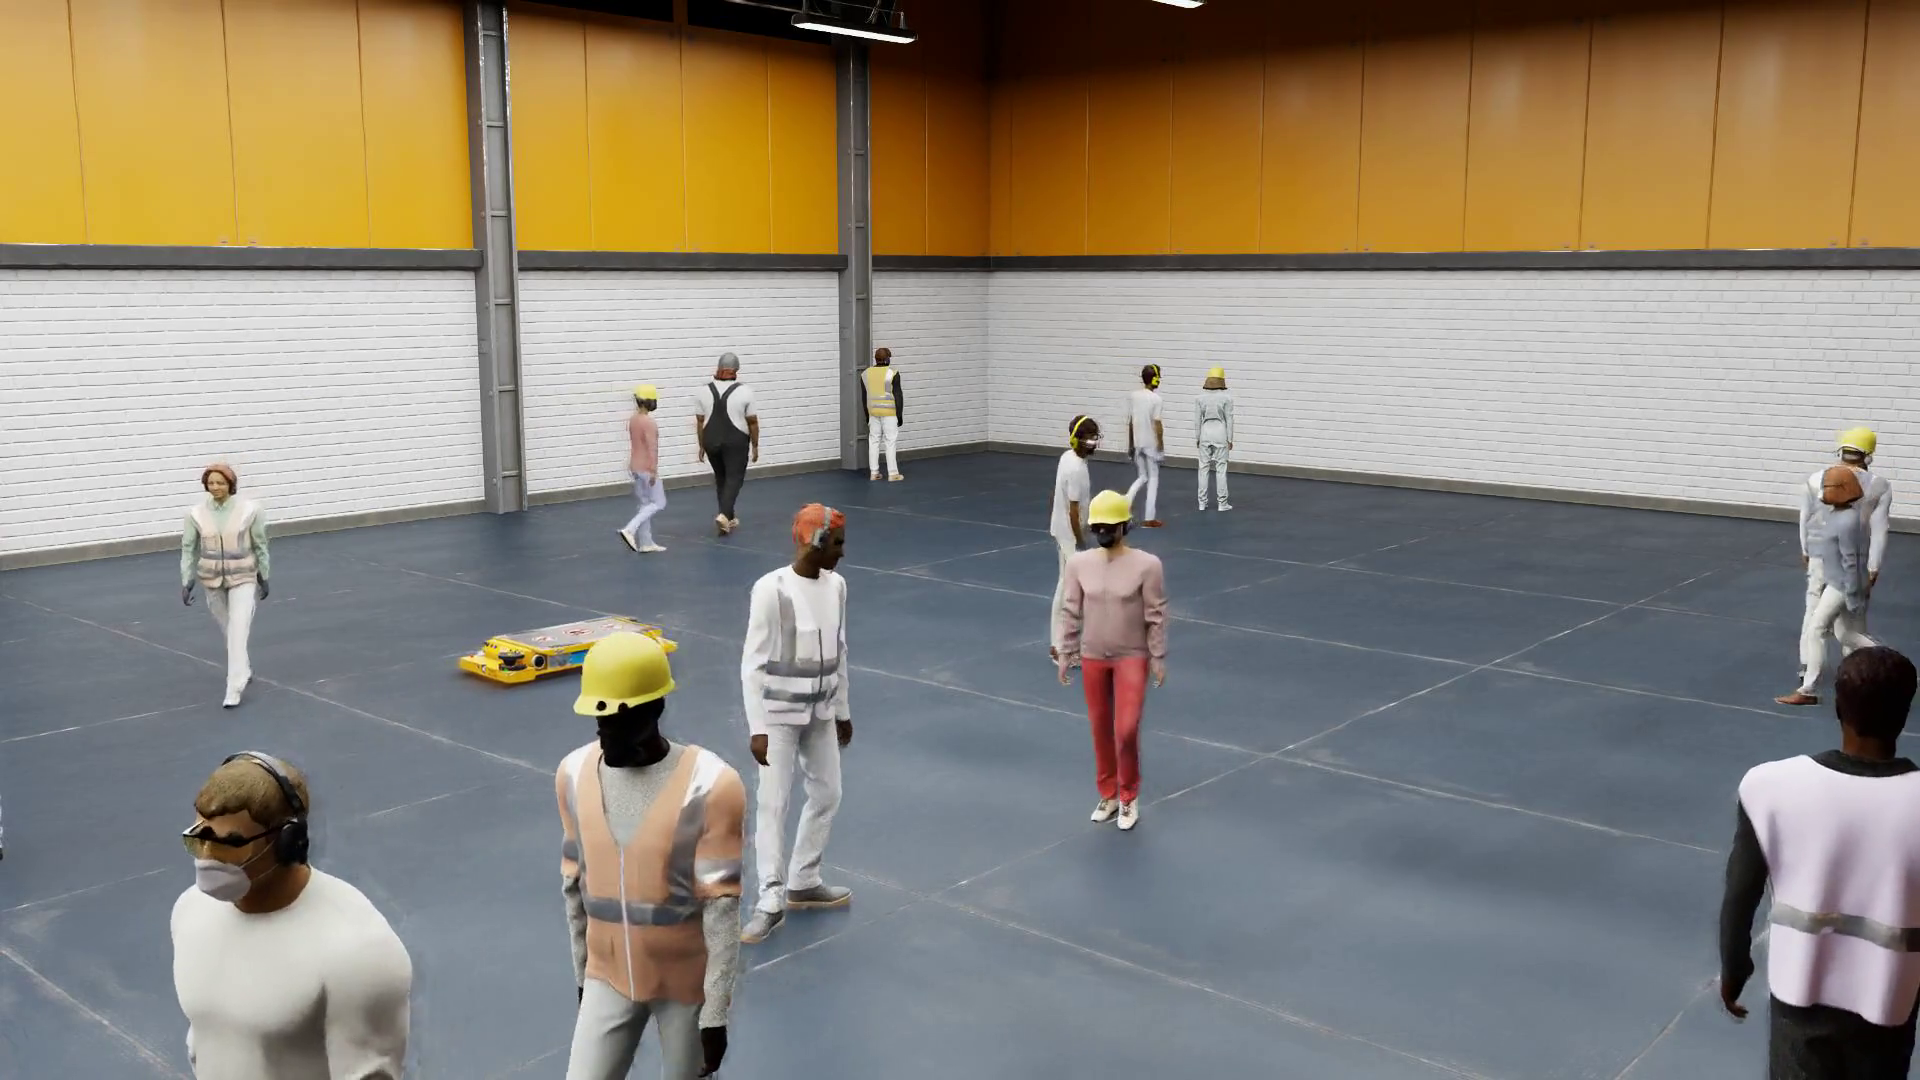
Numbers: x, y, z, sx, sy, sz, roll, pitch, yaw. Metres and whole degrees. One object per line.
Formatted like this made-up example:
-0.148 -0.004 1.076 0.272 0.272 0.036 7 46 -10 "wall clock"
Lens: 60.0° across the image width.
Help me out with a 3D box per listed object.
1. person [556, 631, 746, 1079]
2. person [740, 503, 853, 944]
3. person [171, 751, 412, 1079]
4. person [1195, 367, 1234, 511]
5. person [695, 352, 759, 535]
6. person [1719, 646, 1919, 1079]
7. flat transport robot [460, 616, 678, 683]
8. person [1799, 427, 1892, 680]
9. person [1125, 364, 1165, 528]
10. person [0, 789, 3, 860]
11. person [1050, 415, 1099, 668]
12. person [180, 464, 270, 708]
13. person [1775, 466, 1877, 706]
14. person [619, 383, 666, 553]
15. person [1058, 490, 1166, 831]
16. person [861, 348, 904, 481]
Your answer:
-0.866 1.191 4.429 0.588 1.904 0.722 3 9 17 "person"
-0.747 0.777 7.210 0.338 1.855 0.731 9 12 43 "person"
-1.401 1.359 3.418 0.649 1.893 0.929 4 10 26 "person"
3.075 -1.221 20.079 0.484 1.736 0.305 4 10 26 "person"
-2.577 -1.091 18.306 0.692 2.000 0.953 2 9 14 "person"
2.373 1.198 4.482 0.613 1.862 0.996 5 10 28 "person"
-2.833 0.778 12.114 0.652 0.197 1.431 9 12 43 "flat transport robot"
6.173 0.100 11.669 0.591 1.788 0.927 7 11 38 "person"
2.055 -1.039 18.581 0.538 1.852 0.547 -7 12 -39 "person"
-4.795 0.655 7.763 0.399 1.909 0.642 0 9 1 "person"
0.833 0.002 12.114 0.344 1.837 0.668 0 9 0 "person"
-4.910 0.278 11.121 0.530 1.588 0.881 -2 9 -10 "person"
5.809 0.316 10.821 0.744 1.606 0.494 4 10 25 "person"
-3.224 -0.711 16.841 0.483 1.756 0.528 -7 11 -36 "person"
0.766 0.615 8.507 0.546 1.748 0.516 4 10 23 "person"
-1.049 -1.728 22.934 0.627 1.844 0.429 5 10 26 "person"
